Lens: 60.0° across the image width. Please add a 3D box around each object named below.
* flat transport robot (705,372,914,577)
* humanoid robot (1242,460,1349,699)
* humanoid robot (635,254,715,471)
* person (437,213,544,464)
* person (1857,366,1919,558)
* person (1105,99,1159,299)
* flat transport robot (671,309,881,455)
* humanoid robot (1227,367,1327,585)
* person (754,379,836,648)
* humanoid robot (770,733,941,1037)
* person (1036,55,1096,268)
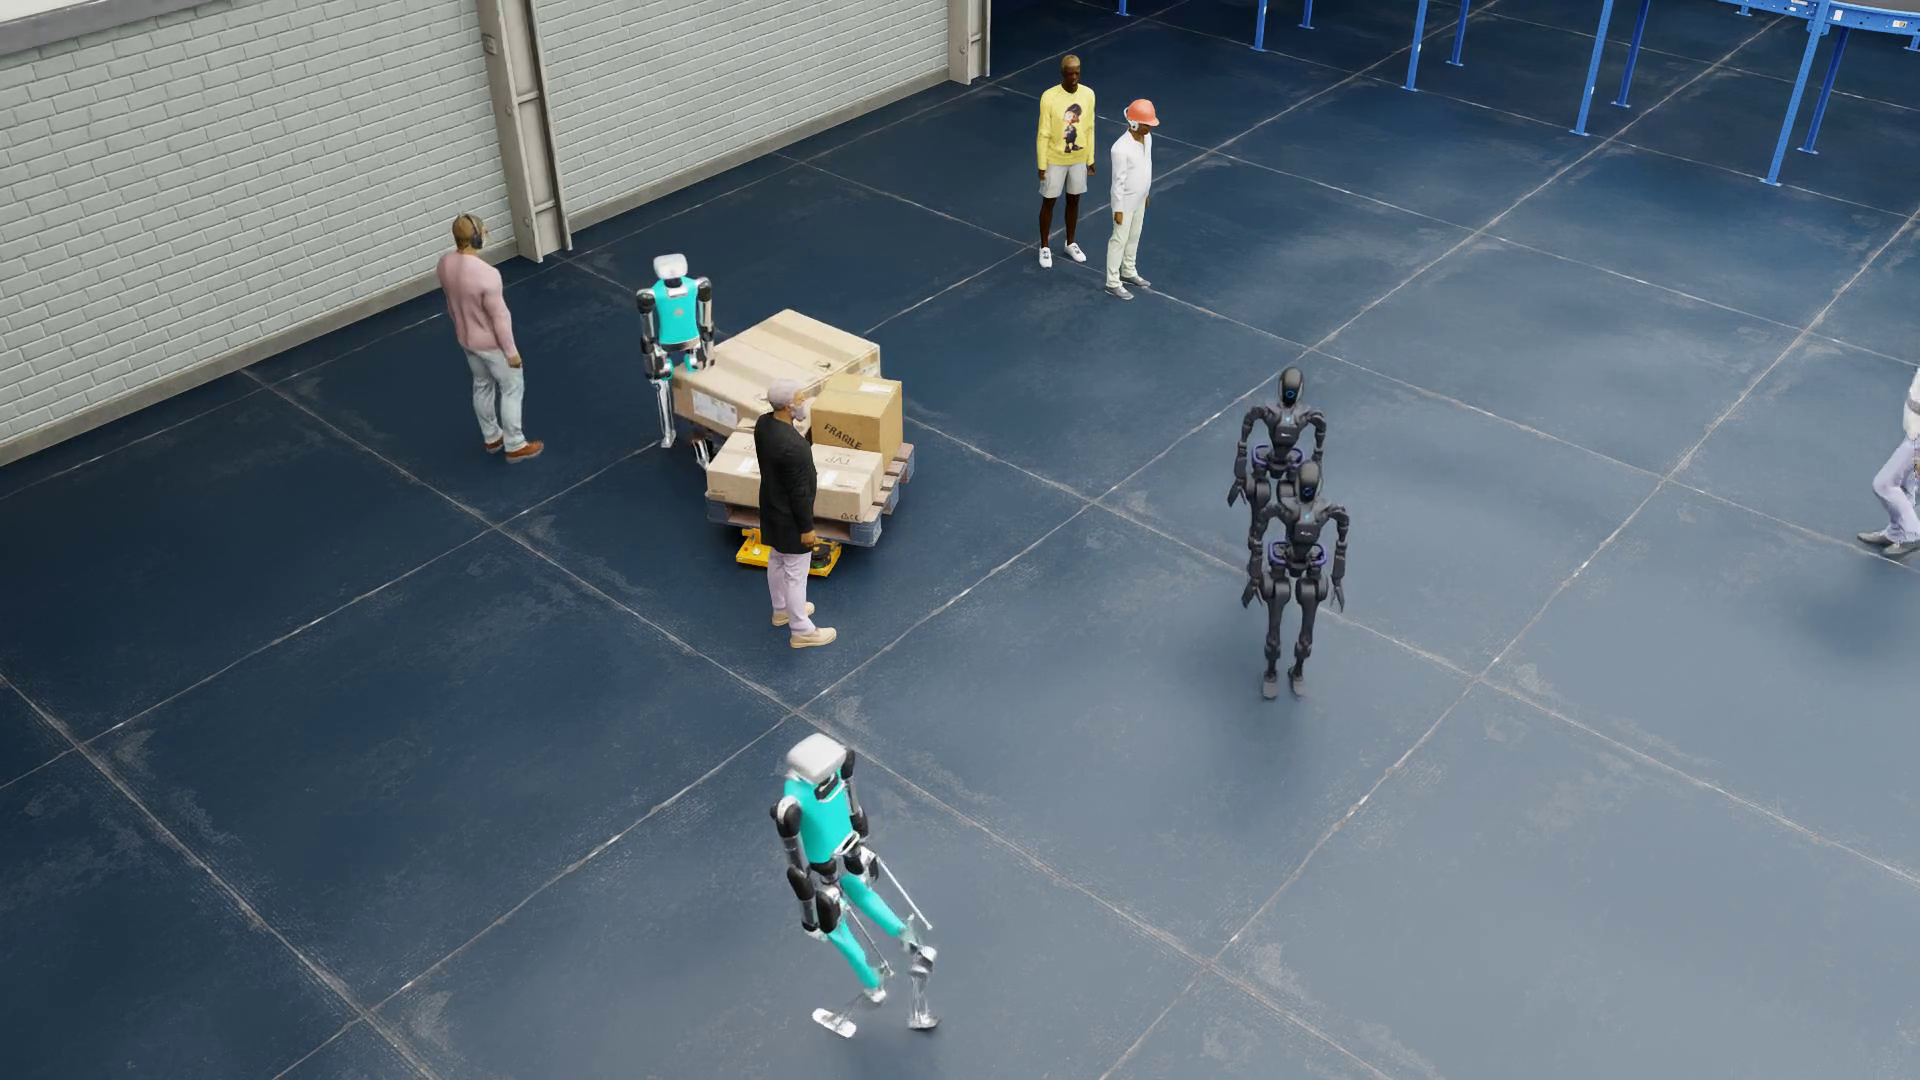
[{"bbox_3d":[-1.020,-0.256,11.747,0.659,0.231,1.431,9,36,12],"label":"flat transport robot"},{"bbox_3d":[1.996,0.228,9.856,0.609,1.649,0.316,2,35,2],"label":"humanoid robot"},{"bbox_3d":[-2.079,-1.352,12.028,0.535,1.753,0.844,-14,38,-19],"label":"humanoid robot"},{"bbox_3d":[-3.408,-1.438,11.983,0.652,1.935,0.404,27,43,32],"label":"person"},{"bbox_3d":[6.371,-0.692,11.026,0.453,1.814,0.596,17,39,22],"label":"person"},{"bbox_3d":[1.483,-2.921,14.218,0.347,1.743,0.561,21,41,27],"label":"person"},{"bbox_3d":[-1.369,-0.795,12.504,1.431,0.231,0.659,25,42,30],"label":"flat transport robot"},{"bbox_3d":[2.034,-0.394,10.720,0.587,1.647,0.377,3,36,4],"label":"humanoid robot"},{"bbox_3d":[-1.056,-0.168,10.256,0.411,1.856,0.531,-17,39,-22],"label":"person"},{"bbox_3d":[-0.376,1.730,7.727,0.893,1.806,0.530,19,40,25],"label":"humanoid robot"},{"bbox_3d":[0.929,-3.350,14.688,0.541,1.900,0.374,-11,37,-15],"label":"person"}]
